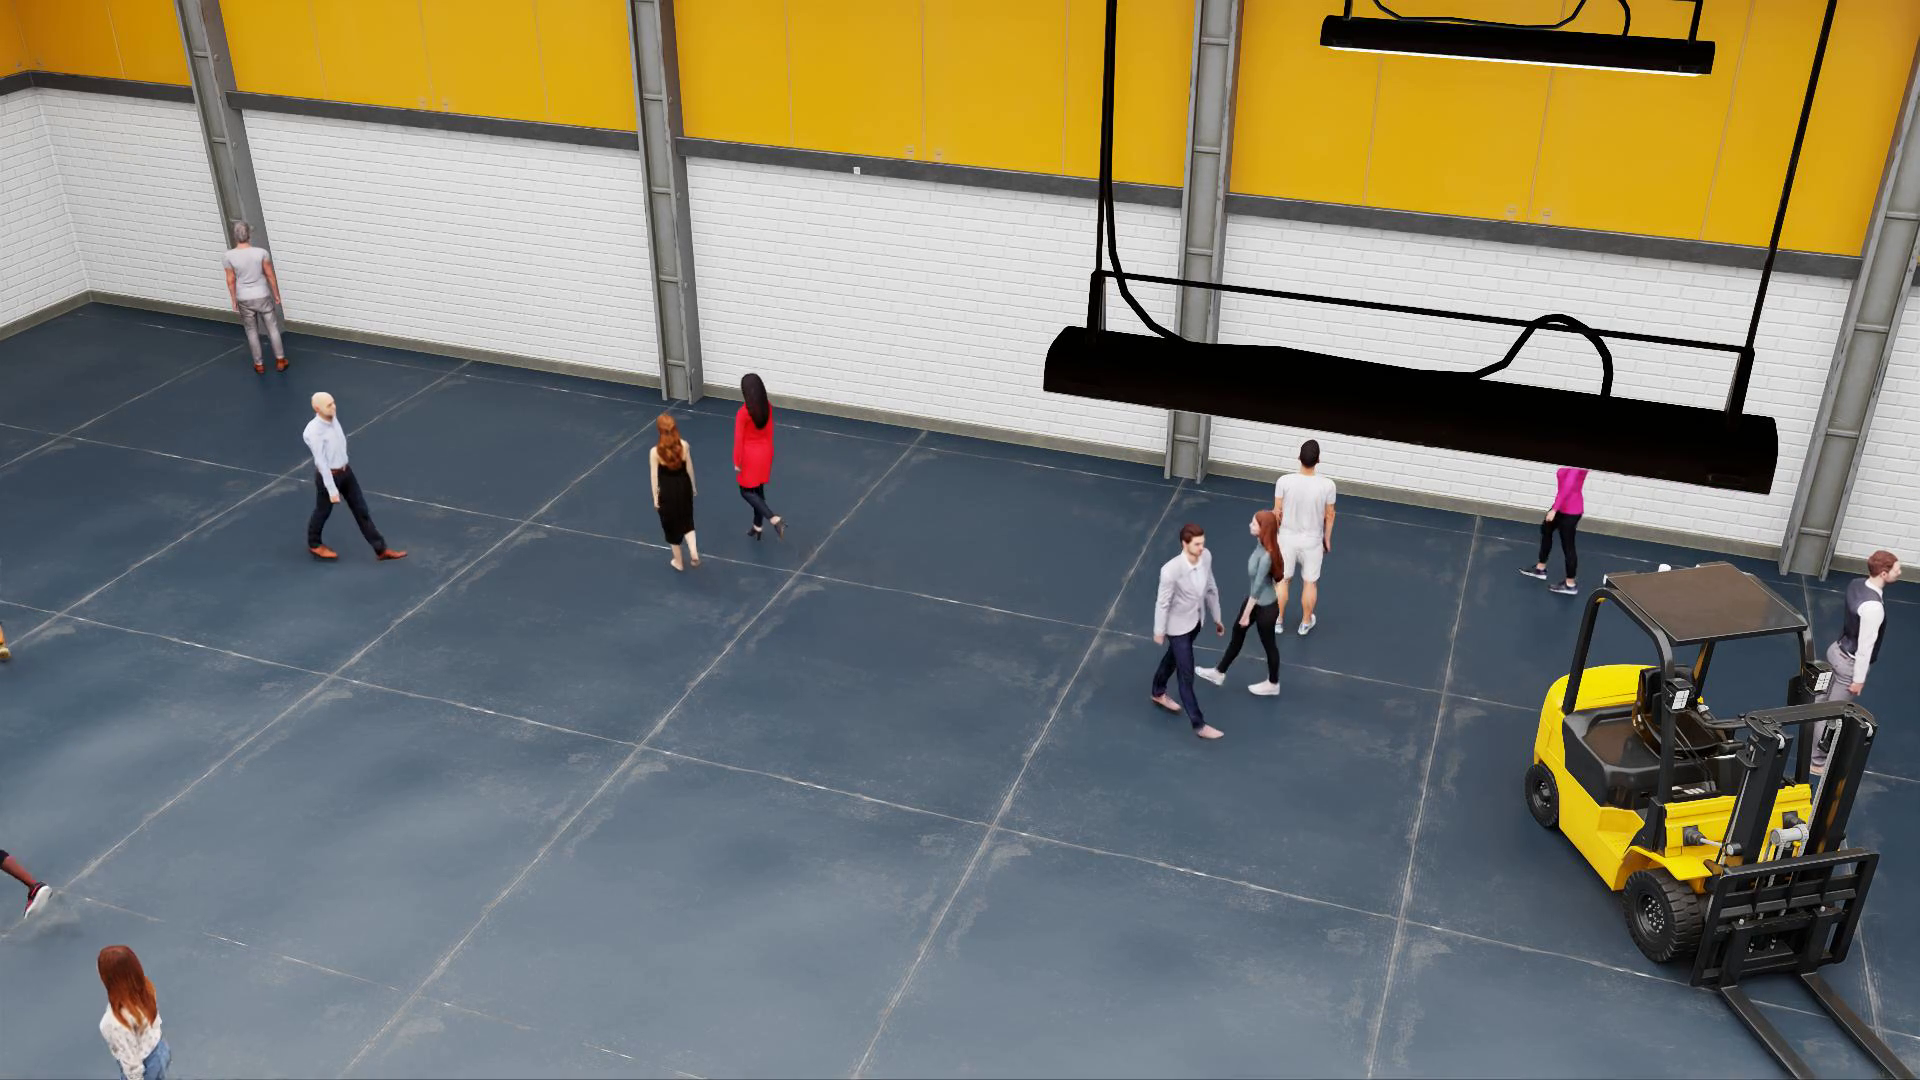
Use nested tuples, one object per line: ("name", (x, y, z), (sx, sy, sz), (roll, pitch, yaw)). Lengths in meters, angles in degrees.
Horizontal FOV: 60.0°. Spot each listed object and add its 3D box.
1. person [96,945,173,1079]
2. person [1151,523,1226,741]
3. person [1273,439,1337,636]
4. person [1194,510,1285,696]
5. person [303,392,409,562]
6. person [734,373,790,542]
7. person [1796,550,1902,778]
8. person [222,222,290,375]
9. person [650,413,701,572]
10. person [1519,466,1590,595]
("person", (-4.446, 2.931, 9.241), (0.957, 1.716, 0.776), (-1, 29, -2))
("person", (1.728, 0.638, 13.348), (1.001, 1.809, 1.230), (-25, 37, -37))
("person", (2.972, -0.021, 14.507), (0.557, 1.855, 0.774), (5, 29, 10))
("person", (2.547, 0.554, 13.593), (0.995, 1.722, 0.721), (4, 29, 8))
("person", (-5.943, -0.547, 15.594), (1.278, 1.738, 0.777), (6, 29, 10))
("person", (-1.899, -0.736, 15.946), (0.948, 1.732, 0.797), (18, 33, 29))
("person", (6.788, 0.919, 12.699), (0.583, 1.938, 0.666), (6, 29, 11))
("person", (-8.388, -2.875, 19.769), (0.734, 1.827, 0.817), (-10, 30, -18))
("person", (-2.616, -0.397, 15.449), (0.790, 1.614, 0.858), (-16, 32, -26))
("person", (5.630, -0.266, 15.135), (0.759, 1.685, 0.582), (10, 30, 18))
